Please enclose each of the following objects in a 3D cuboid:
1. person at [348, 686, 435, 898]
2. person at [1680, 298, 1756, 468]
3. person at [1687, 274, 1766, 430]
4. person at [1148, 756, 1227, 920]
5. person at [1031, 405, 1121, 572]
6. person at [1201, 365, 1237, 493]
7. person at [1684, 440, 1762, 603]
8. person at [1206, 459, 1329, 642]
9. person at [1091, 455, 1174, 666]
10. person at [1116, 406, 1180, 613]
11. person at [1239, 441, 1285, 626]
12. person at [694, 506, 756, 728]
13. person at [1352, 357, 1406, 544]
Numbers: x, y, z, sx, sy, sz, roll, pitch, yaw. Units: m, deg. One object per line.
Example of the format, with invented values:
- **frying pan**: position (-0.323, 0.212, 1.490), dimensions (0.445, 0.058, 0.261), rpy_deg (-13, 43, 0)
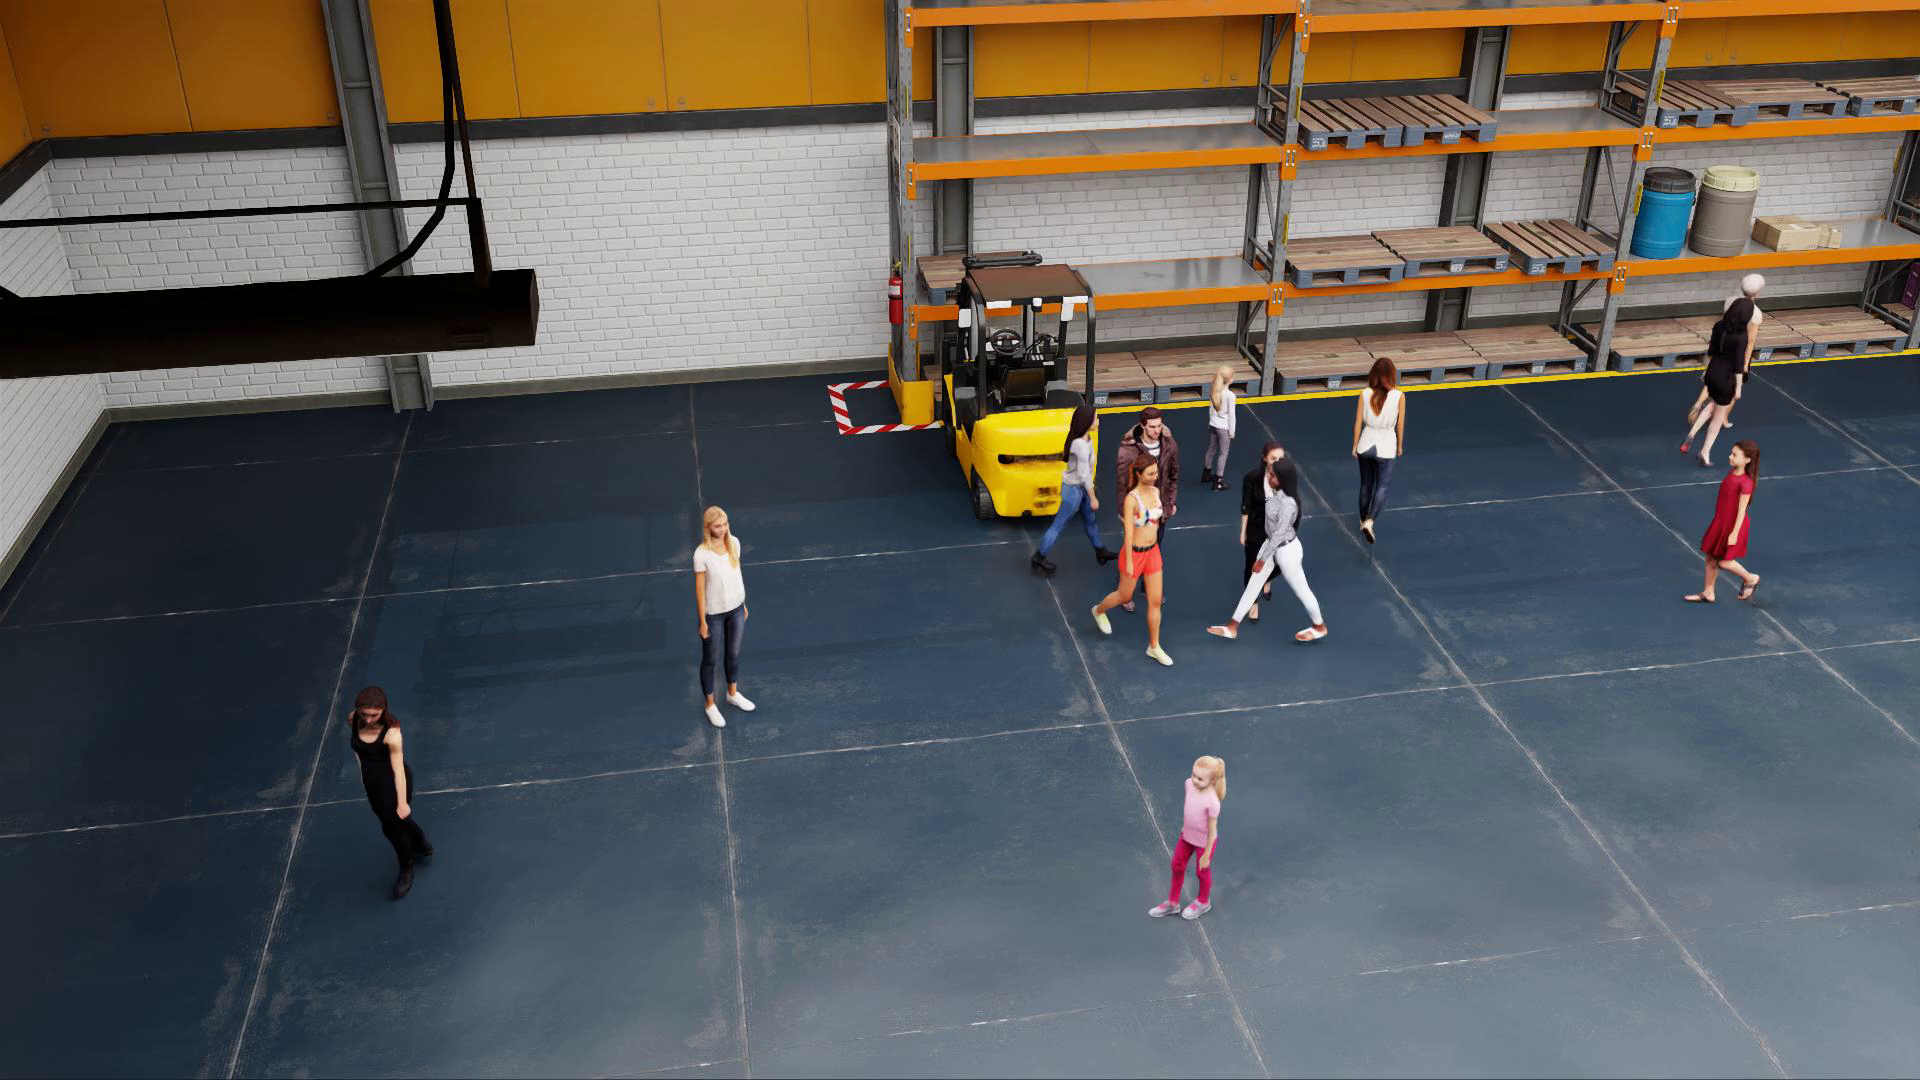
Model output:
- **person**: position (-3.744, 1.593, 10.885), dimensions (0.858, 1.657, 0.922), rpy_deg (25, 37, 38)
- **person**: position (7.455, -1.538, 16.485), dimensions (0.706, 1.791, 0.662), rpy_deg (-9, 30, -16)
- **person**: position (7.936, -1.905, 17.220), dimensions (0.970, 1.732, 0.792), rpy_deg (-14, 32, -24)
- **person**: position (1.583, 1.898, 10.736), dimensions (0.743, 1.266, 0.643), rpy_deg (-17, 33, -28)
- **person**: position (0.925, -0.416, 14.646), dimensions (1.102, 1.583, 0.760), rpy_deg (1, 29, 1)
- **person**: position (2.537, -1.102, 16.226), dimensions (0.589, 1.274, 0.563), rpy_deg (-18, 33, -29)
- **person**: position (6.628, -0.131, 14.170), dimensions (0.835, 1.539, 0.605), rpy_deg (-1, 29, -1)
- **person**: position (2.705, 0.146, 13.537), dimensions (1.262, 1.659, 0.675), rpy_deg (-3, 29, -5)
- **person**: position (1.395, 0.117, 13.482), dimensions (1.101, 1.763, 0.977), rpy_deg (-21, 35, -33)
- **person**: position (1.573, -0.289, 14.136), dimensions (0.721, 1.848, 0.887), rpy_deg (-13, 31, -22)
- **person**: position (2.547, -0.106, 14.008), dimensions (0.658, 1.650, 0.703), rpy_deg (-1, 29, -2)
- **person**: position (-1.821, 0.549, 12.642), dimensions (0.733, 1.809, 0.635), rpy_deg (24, 37, 37)
- **person**: position (3.786, -0.783, 15.126), dimensions (0.929, 1.768, 0.923), rpy_deg (11, 30, 19)
